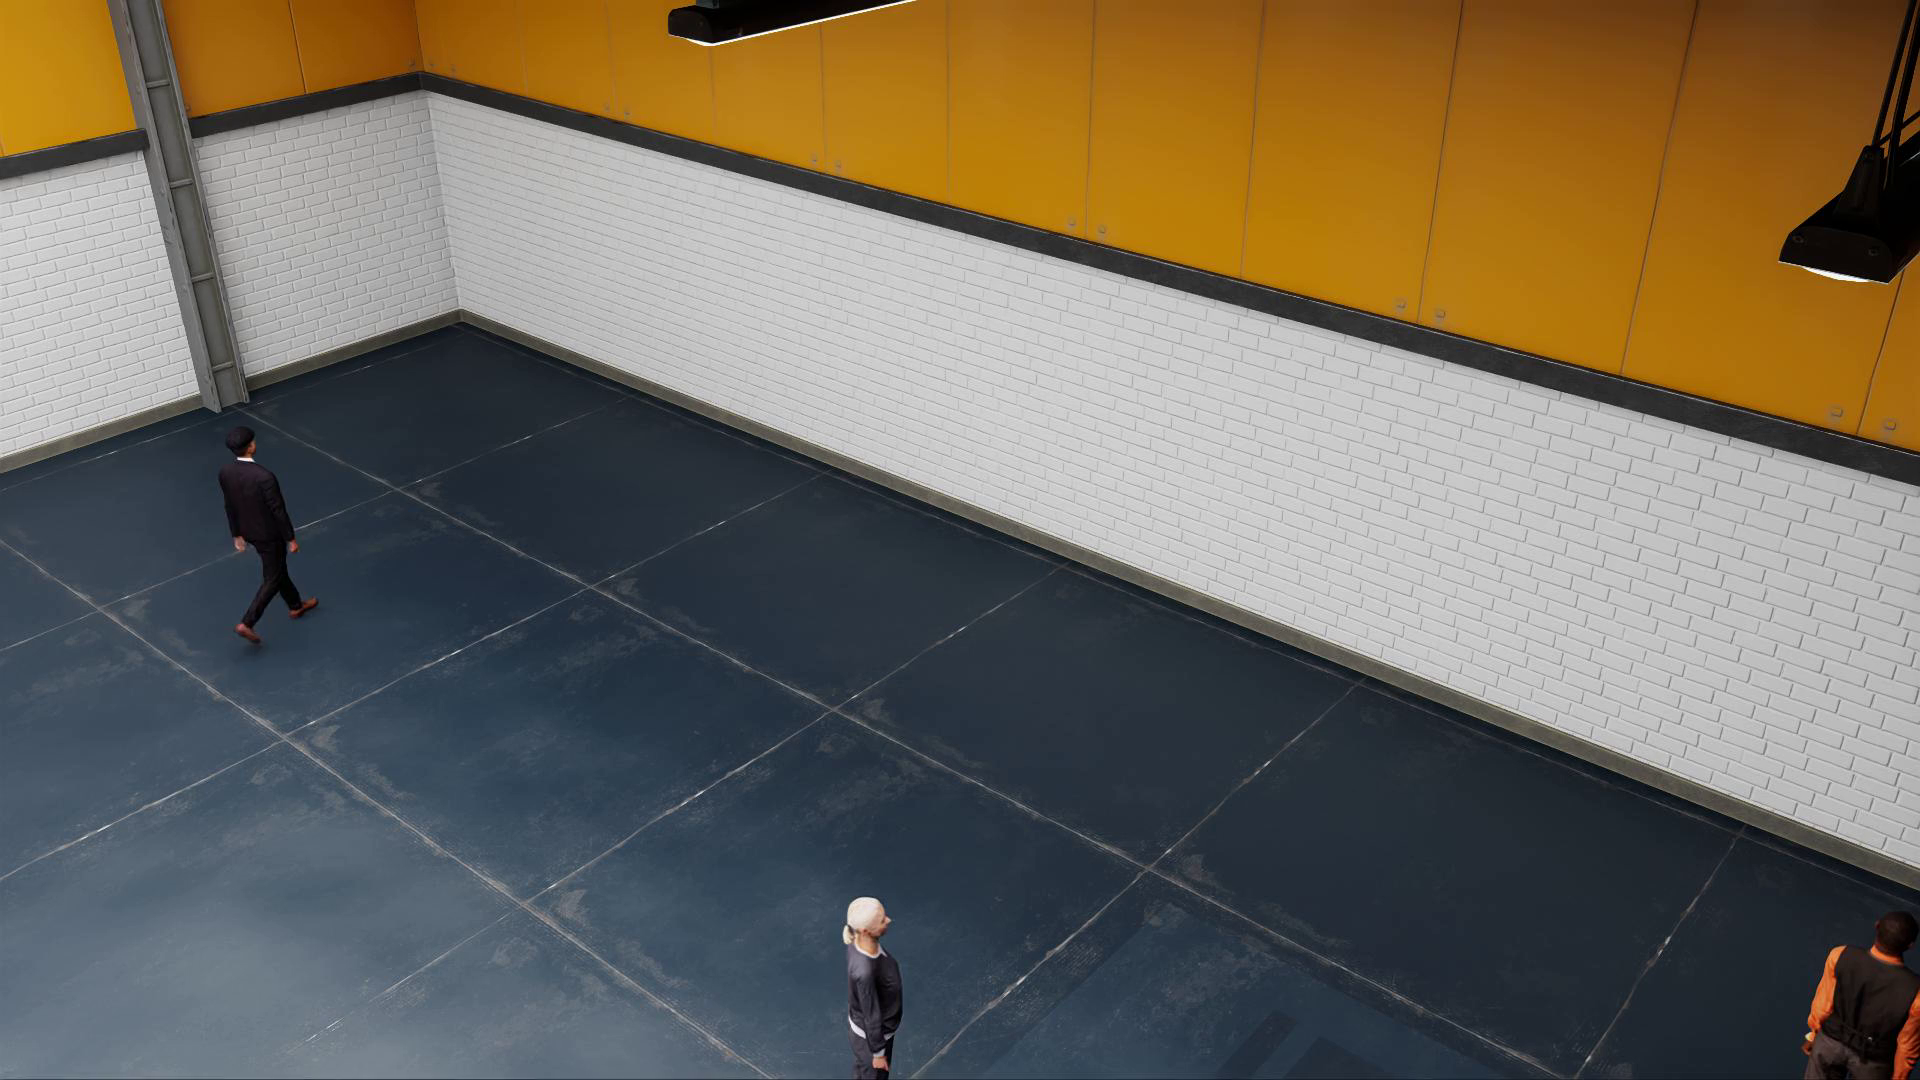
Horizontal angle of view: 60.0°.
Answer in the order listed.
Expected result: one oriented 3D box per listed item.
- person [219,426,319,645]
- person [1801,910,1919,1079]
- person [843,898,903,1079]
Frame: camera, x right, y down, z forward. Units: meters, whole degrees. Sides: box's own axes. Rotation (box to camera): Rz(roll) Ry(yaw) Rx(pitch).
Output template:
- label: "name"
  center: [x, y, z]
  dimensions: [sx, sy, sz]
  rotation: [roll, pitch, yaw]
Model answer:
- label: "person"
  center: [-5.797, -0.016, 13.694]
  dimensions: [0.926, 1.857, 1.253]
  rotation: [12, 31, 21]
- label: "person"
  center: [4.660, 2.697, 8.667]
  dimensions: [0.627, 1.907, 0.711]
  rotation: [-25, 37, -38]
- label: "person"
  center: [-0.485, 2.619, 9.000]
  dimensions: [0.719, 1.726, 0.679]
  rotation: [-5, 29, -9]
